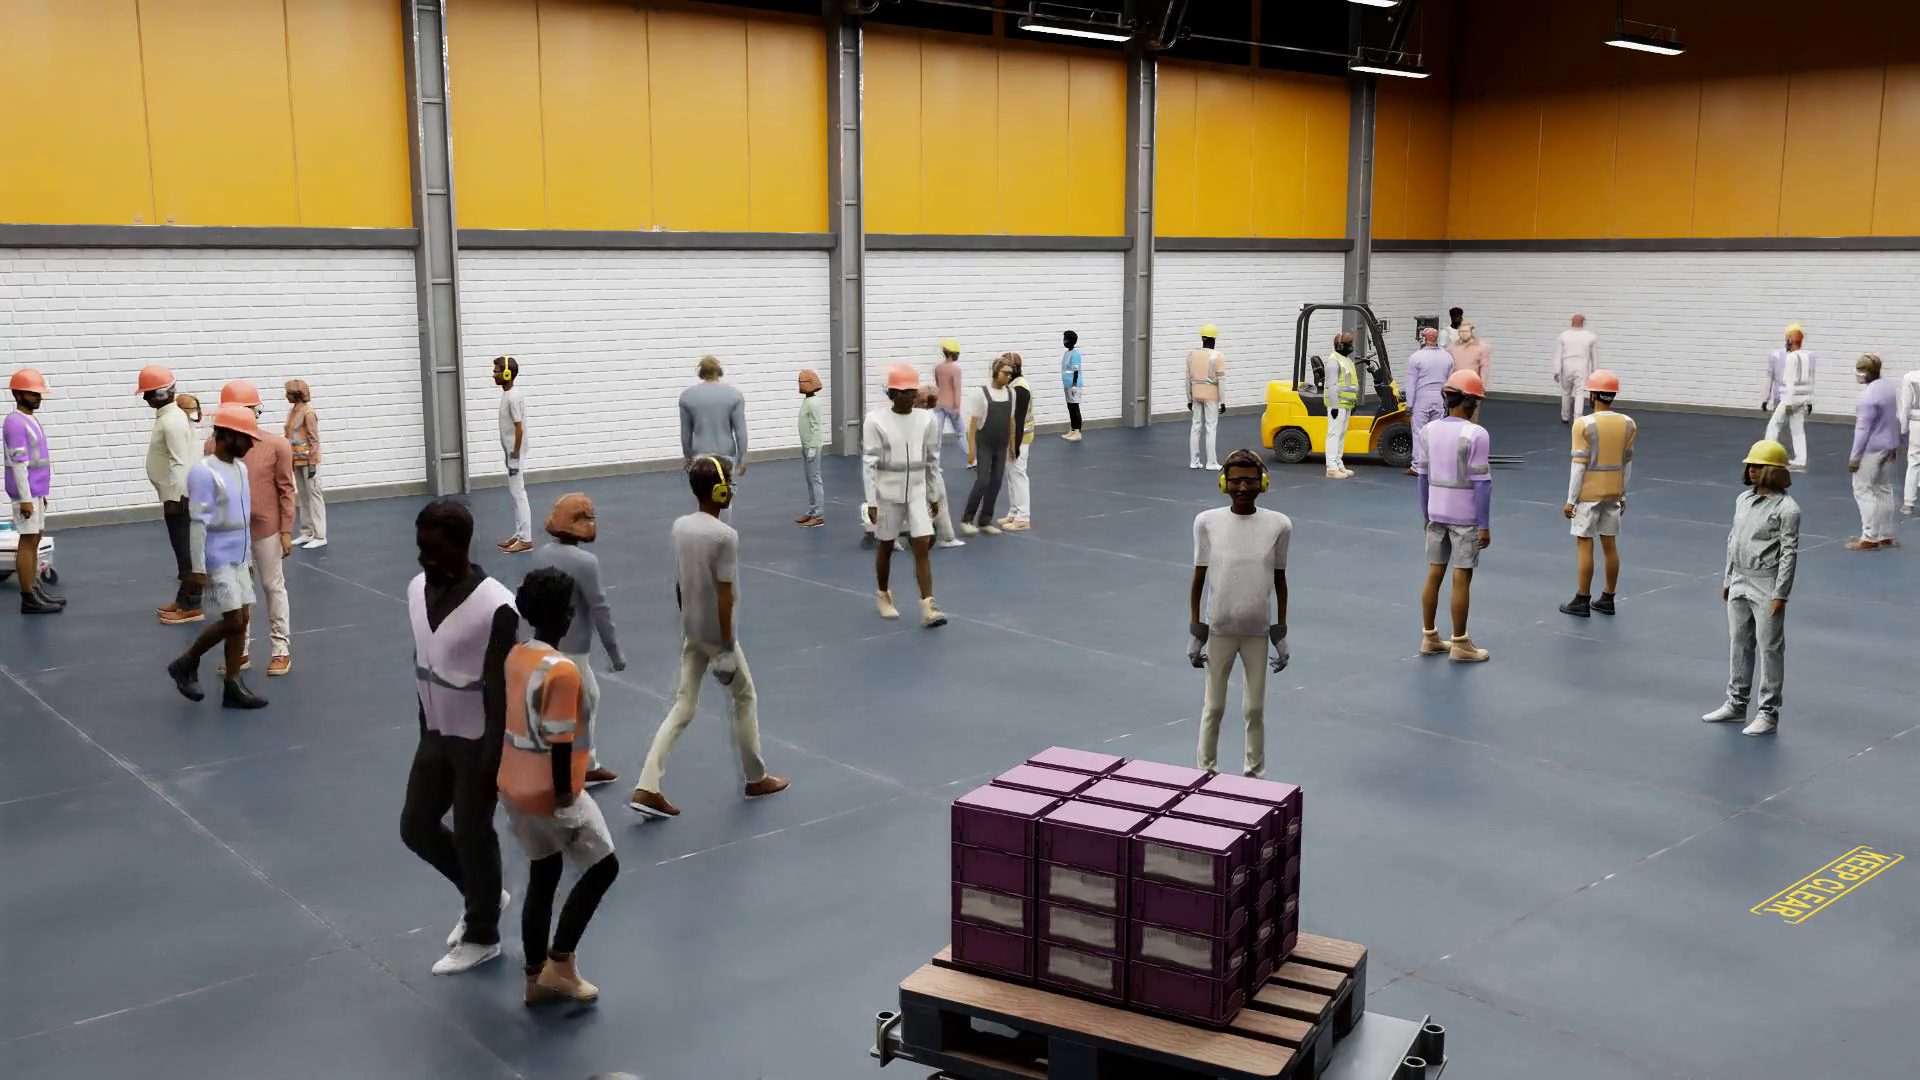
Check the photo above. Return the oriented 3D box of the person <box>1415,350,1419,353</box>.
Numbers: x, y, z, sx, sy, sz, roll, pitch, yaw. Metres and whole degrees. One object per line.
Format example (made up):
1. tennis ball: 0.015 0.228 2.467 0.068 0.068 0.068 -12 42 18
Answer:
1. person: 6.958 -2.285 24.772 0.535 1.766 0.321 -4 10 -20

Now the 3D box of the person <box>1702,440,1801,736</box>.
1. person: 4.704 0.276 9.834 0.290 1.746 0.487 -3 10 -17

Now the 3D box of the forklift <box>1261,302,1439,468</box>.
1. forklift: 5.320 -2.157 22.763 2.313 2.155 1.214 3 10 16

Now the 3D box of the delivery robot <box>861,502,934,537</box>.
1. delivery robot: -0.599 -0.242 16.069 0.707 0.478 0.477 0 10 0

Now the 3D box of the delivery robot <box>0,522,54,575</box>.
1. delivery robot: -8.103 0.091 14.124 0.707 0.478 0.477 0 10 2

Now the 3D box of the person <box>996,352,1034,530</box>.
1. person: 0.542 -1.020 17.183 0.430 1.835 0.621 -1 10 -8

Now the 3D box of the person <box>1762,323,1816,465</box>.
1. person: 11.179 -1.958 22.424 0.605 1.935 0.413 6 11 32

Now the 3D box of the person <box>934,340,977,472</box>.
1. person: -0.095 -1.746 21.716 0.886 1.722 0.541 -9 13 -43

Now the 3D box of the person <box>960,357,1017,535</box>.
1. person: 0.325 -0.931 16.720 0.536 1.815 0.454 -7 12 -36

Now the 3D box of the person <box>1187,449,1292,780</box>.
1. person: 1.399 0.473 8.331 0.514 1.867 0.328 0 10 2

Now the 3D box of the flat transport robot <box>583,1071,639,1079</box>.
1. flat transport robot: -0.812 1.898 4.641 0.652 0.197 1.431 -1 10 -6

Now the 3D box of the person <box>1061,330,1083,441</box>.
1. person: 1.710 -2.364 25.457 0.321 1.691 0.537 -2 10 -13

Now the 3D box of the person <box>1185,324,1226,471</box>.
1. person: 3.245 -1.876 21.896 0.594 1.926 0.367 8 13 40

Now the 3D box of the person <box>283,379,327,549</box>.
1. person: -6.329 -0.735 16.071 0.315 1.636 0.515 -9 13 -42

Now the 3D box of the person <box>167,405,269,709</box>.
1. person: -4.608 0.115 10.331 0.551 1.892 0.602 1 10 6

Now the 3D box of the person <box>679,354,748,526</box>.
1. person: -2.318 -0.791 15.676 0.629 1.901 0.925 -2 10 -9

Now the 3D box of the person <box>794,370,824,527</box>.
1. person: -1.574 -0.956 17.377 0.279 1.633 0.501 -3 10 -16

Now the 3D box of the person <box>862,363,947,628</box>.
1. person: -0.402 -0.327 12.609 0.661 1.996 0.993 -4 10 -21

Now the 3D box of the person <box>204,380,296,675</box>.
1. person: -4.774 -0.078 11.175 0.610 1.995 0.375 0 10 -1

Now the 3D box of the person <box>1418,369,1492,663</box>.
1. person: 3.453 -0.166 11.566 0.380 2.039 0.607 -6 11 -31

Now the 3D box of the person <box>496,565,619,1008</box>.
1. person: -1.505 0.930 6.197 0.395 1.668 0.562 -6 12 -33

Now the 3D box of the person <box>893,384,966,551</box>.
1. person: -0.370 -0.686 15.890 0.840 1.600 0.523 -7 12 -36

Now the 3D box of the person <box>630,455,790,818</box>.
1. person: -1.304 0.481 8.400 0.533 1.833 0.951 9 13 42

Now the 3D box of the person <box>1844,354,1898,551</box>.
1. person: 8.785 -0.837 15.952 0.792 1.902 0.380 -8 13 -40

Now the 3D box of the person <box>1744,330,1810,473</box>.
1. person: 10.767 -1.825 21.817 0.604 1.852 0.865 -9 13 -42

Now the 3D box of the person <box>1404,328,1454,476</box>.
1. person: 5.991 -1.764 21.335 0.639 1.902 0.402 -3 10 -19

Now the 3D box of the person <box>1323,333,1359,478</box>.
1. person: 4.862 -1.715 21.209 0.429 1.844 0.624 5 11 28

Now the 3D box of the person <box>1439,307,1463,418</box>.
1. person: 8.414 -3.003 28.442 0.610 1.954 0.402 -7 12 -35

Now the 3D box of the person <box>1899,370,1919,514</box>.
1. person: 10.533 -1.202 18.084 0.574 1.883 0.356 5 11 28

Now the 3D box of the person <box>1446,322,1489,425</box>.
1. person: 7.380 -2.245 24.283 0.646 1.878 0.886 4 11 24

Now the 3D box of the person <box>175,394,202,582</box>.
1. person: -6.682 -0.453 14.428 0.278 1.631 0.507 -2 10 -11

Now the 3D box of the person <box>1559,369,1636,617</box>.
1. person: 4.974 -0.363 13.012 0.552 1.937 0.356 -3 10 -17

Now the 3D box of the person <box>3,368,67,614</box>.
1. person: -7.336 -0.388 13.167 0.376 1.934 0.547 -3 10 -18

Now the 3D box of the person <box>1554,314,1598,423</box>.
1. person: 10.246 -2.820 27.658 0.674 1.855 1.021 3 10 18

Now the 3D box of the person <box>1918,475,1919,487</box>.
1. person: 11.905 -1.441 20.195 0.522 1.639 0.305 1 10 4

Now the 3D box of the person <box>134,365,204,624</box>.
1. person: -6.077 -0.353 12.814 0.395 1.985 0.608 -5 11 -25

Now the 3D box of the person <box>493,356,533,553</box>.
1. person: -4.269 -0.806 15.835 0.335 1.862 0.520 -3 10 -18

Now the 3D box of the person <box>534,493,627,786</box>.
1. person: -1.928 0.559 8.567 0.650 1.611 0.501 -8 12 -38

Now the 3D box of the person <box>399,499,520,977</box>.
1. person: -1.931 0.772 6.472 0.617 1.897 0.445 7 12 35
